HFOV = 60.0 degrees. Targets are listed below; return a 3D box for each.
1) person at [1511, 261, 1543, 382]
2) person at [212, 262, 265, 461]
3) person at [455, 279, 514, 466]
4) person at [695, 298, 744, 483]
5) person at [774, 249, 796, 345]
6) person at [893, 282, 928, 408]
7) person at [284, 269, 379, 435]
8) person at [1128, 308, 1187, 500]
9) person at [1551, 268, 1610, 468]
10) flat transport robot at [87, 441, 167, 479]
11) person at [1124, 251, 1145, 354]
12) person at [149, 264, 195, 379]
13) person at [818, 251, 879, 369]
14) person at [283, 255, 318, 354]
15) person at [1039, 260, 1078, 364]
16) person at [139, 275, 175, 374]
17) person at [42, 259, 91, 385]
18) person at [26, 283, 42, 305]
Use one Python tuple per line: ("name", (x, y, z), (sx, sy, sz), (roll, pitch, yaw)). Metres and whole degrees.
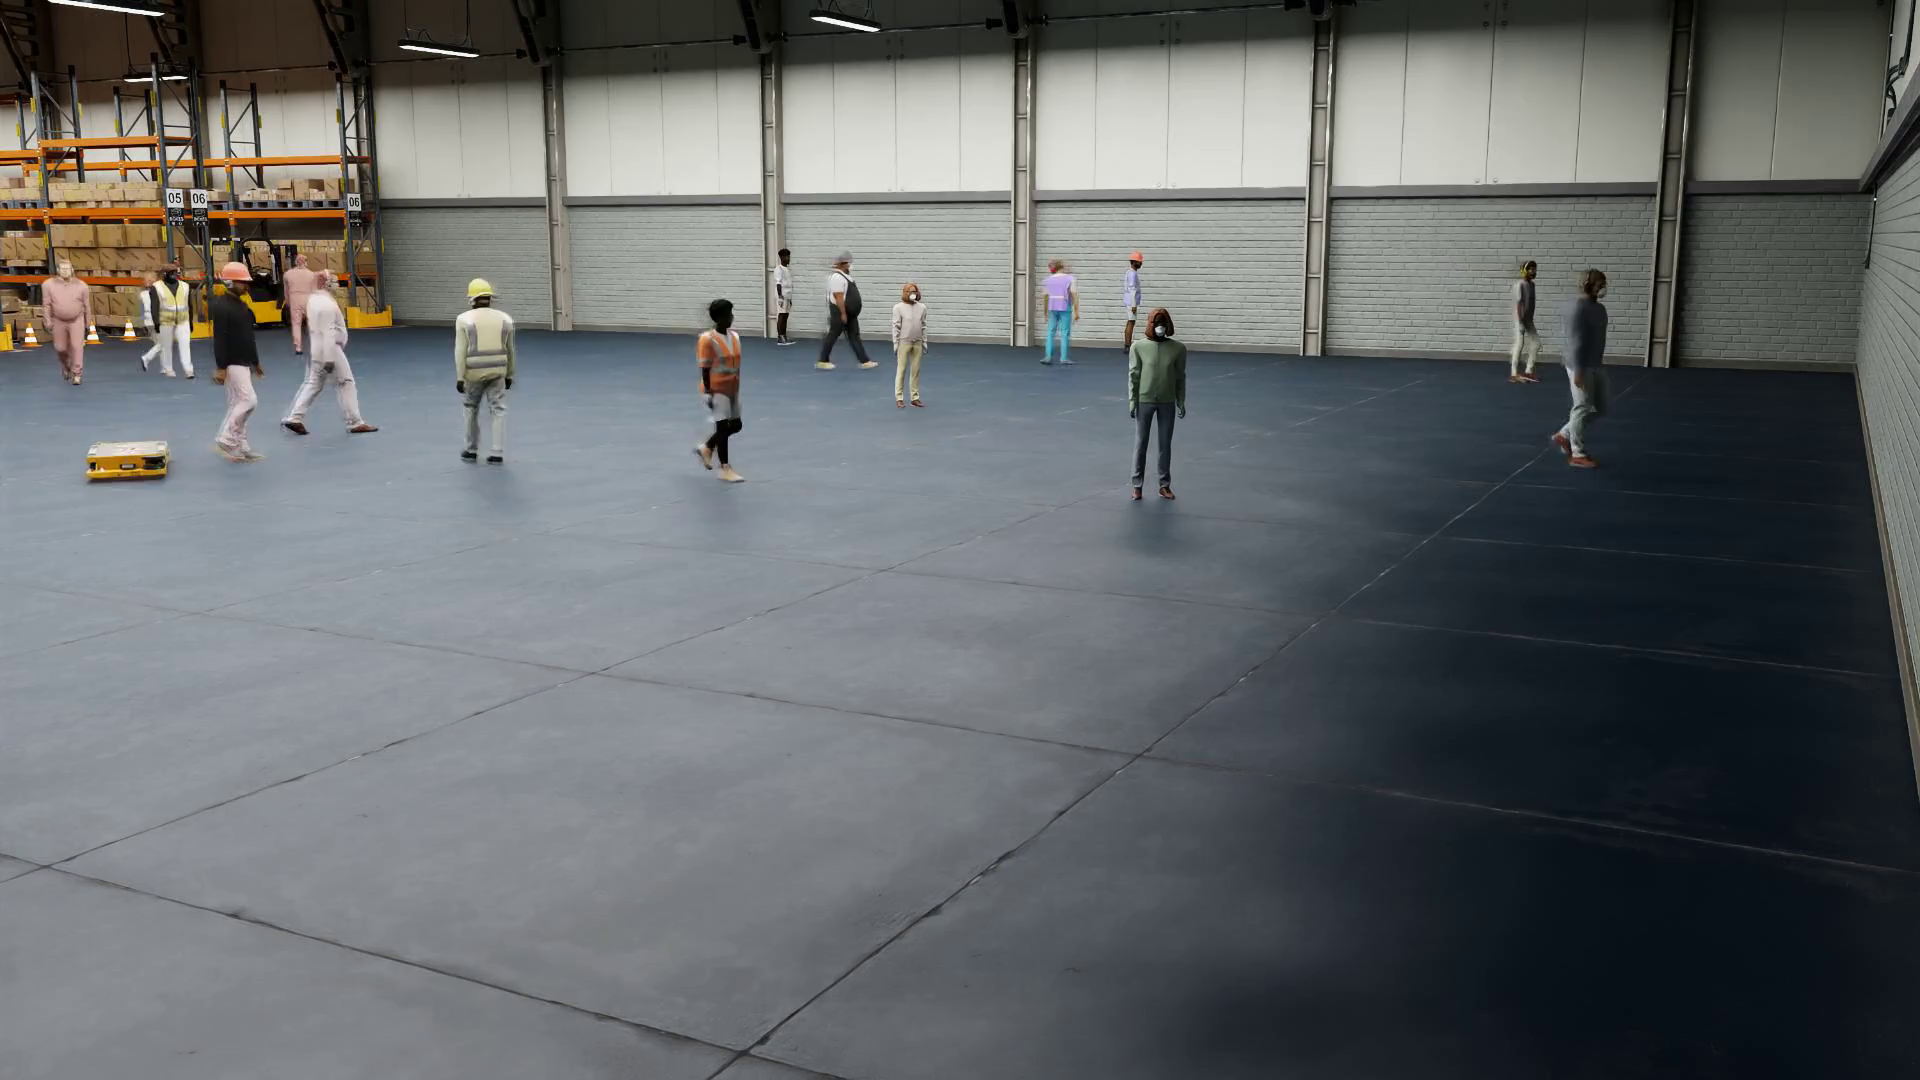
("person", (8.676, -3.308, 25.297), (0.577, 1.849, 0.609), (-9, 14, -41))
("person", (-7.115, -1.745, 16.417), (0.427, 1.977, 0.631), (-1, 10, -6))
("person", (-4.708, -1.644, 16.327), (0.620, 1.810, 0.731), (-8, 13, -36))
("person", (-2.223, -1.365, 15.177), (0.546, 1.680, 0.532), (7, 12, 32))
("person", (-3.610, -5.000, 34.212), (0.365, 1.965, 0.608), (2, 11, 12))
("person", (-0.648, -2.543, 21.721), (0.507, 1.632, 0.268), (-6, 12, -30))
("person", (-7.167, -2.111, 18.734), (0.958, 1.868, 0.640), (-8, 13, -38))
("person", (1.679, -1.157, 14.161), (0.500, 1.633, 0.286), (-1, 10, -4))
("person", (6.039, -1.658, 16.103), (0.634, 1.924, 0.494), (-9, 14, -42))
("flat transport robot", (-7.908, -0.777, 15.811), (0.652, 0.197, 1.431), (-5, 11, -24))
("person", (3.295, -4.479, 31.457), (0.374, 1.933, 0.550), (0, 10, 1))
("person", (-12.318, -3.412, 26.037), (0.646, 1.792, 0.953), (-8, 13, -39))
("person", (-1.932, -3.863, 27.811), (1.043, 2.000, 0.690), (3, 11, 16))
("person", (-12.485, -4.471, 31.607), (0.661, 1.853, 0.980), (-1, 10, -8))
("person", (1.700, -3.940, 28.863), (0.683, 1.813, 0.382), (4, 11, 20))
("person", (-12.990, -3.456, 26.746), (0.542, 1.608, 0.618), (4, 11, 22))
("person", (-13.450, -3.287, 25.073), (0.656, 1.888, 0.548), (-5, 11, -24))
("person", (-24.726, -6.848, 44.434), (0.389, 1.922, 0.589), (2, 11, 8))
